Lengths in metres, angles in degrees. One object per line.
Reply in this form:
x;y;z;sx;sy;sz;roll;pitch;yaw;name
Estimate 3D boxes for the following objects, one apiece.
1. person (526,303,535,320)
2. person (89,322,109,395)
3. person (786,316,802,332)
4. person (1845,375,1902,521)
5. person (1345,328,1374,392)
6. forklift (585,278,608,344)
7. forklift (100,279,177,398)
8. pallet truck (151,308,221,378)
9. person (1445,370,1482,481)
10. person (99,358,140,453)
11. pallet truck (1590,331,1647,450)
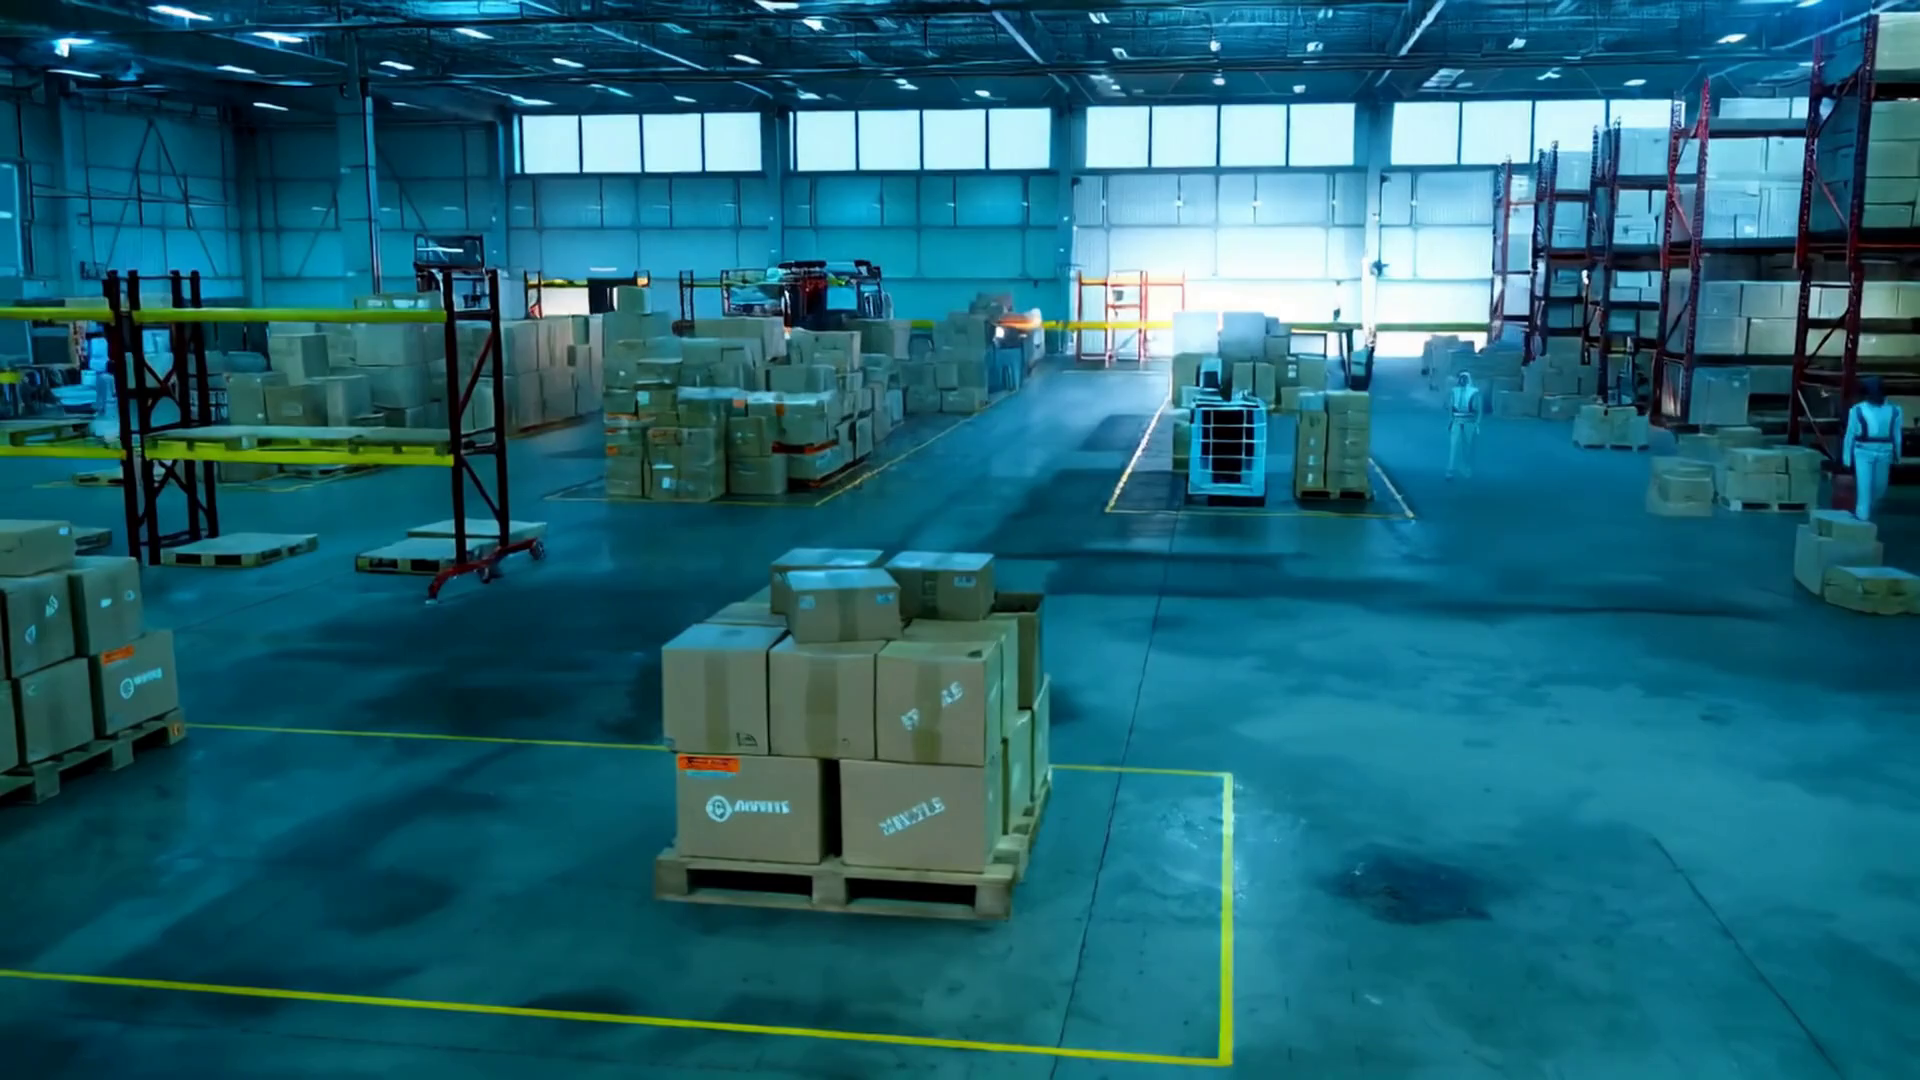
-14.429;-6.996;55.975;0.373;1.935;0.628;-2;9;-11;person
-18.188;-3.618;35.113;0.552;1.942;0.340;7;11;36;person
-4.214;-4.676;41.766;0.637;1.909;0.916;-7;12;-37;person
10.275;-0.929;18.769;0.590;1.866;0.696;1;9;5;person
7.815;-3.189;32.579;0.592;1.911;0.385;9;13;44;person
-9.889;-5.755;45.410;1.873;2.768;1.129;0;9;3;forklift
-19.606;-4.720;39.027;1.873;2.768;1.129;1;9;9;forklift
-21.869;-5.598;47.154;0.823;1.965;1.885;4;10;26;pallet truck
7.339;-1.669;24.166;0.527;1.596;0.864;6;11;32;person
-14.022;-2.218;27.572;0.885;1.588;0.500;2;9;14;person
11.253;-2.573;28.499;0.823;1.965;1.885;5;10;27;pallet truck
